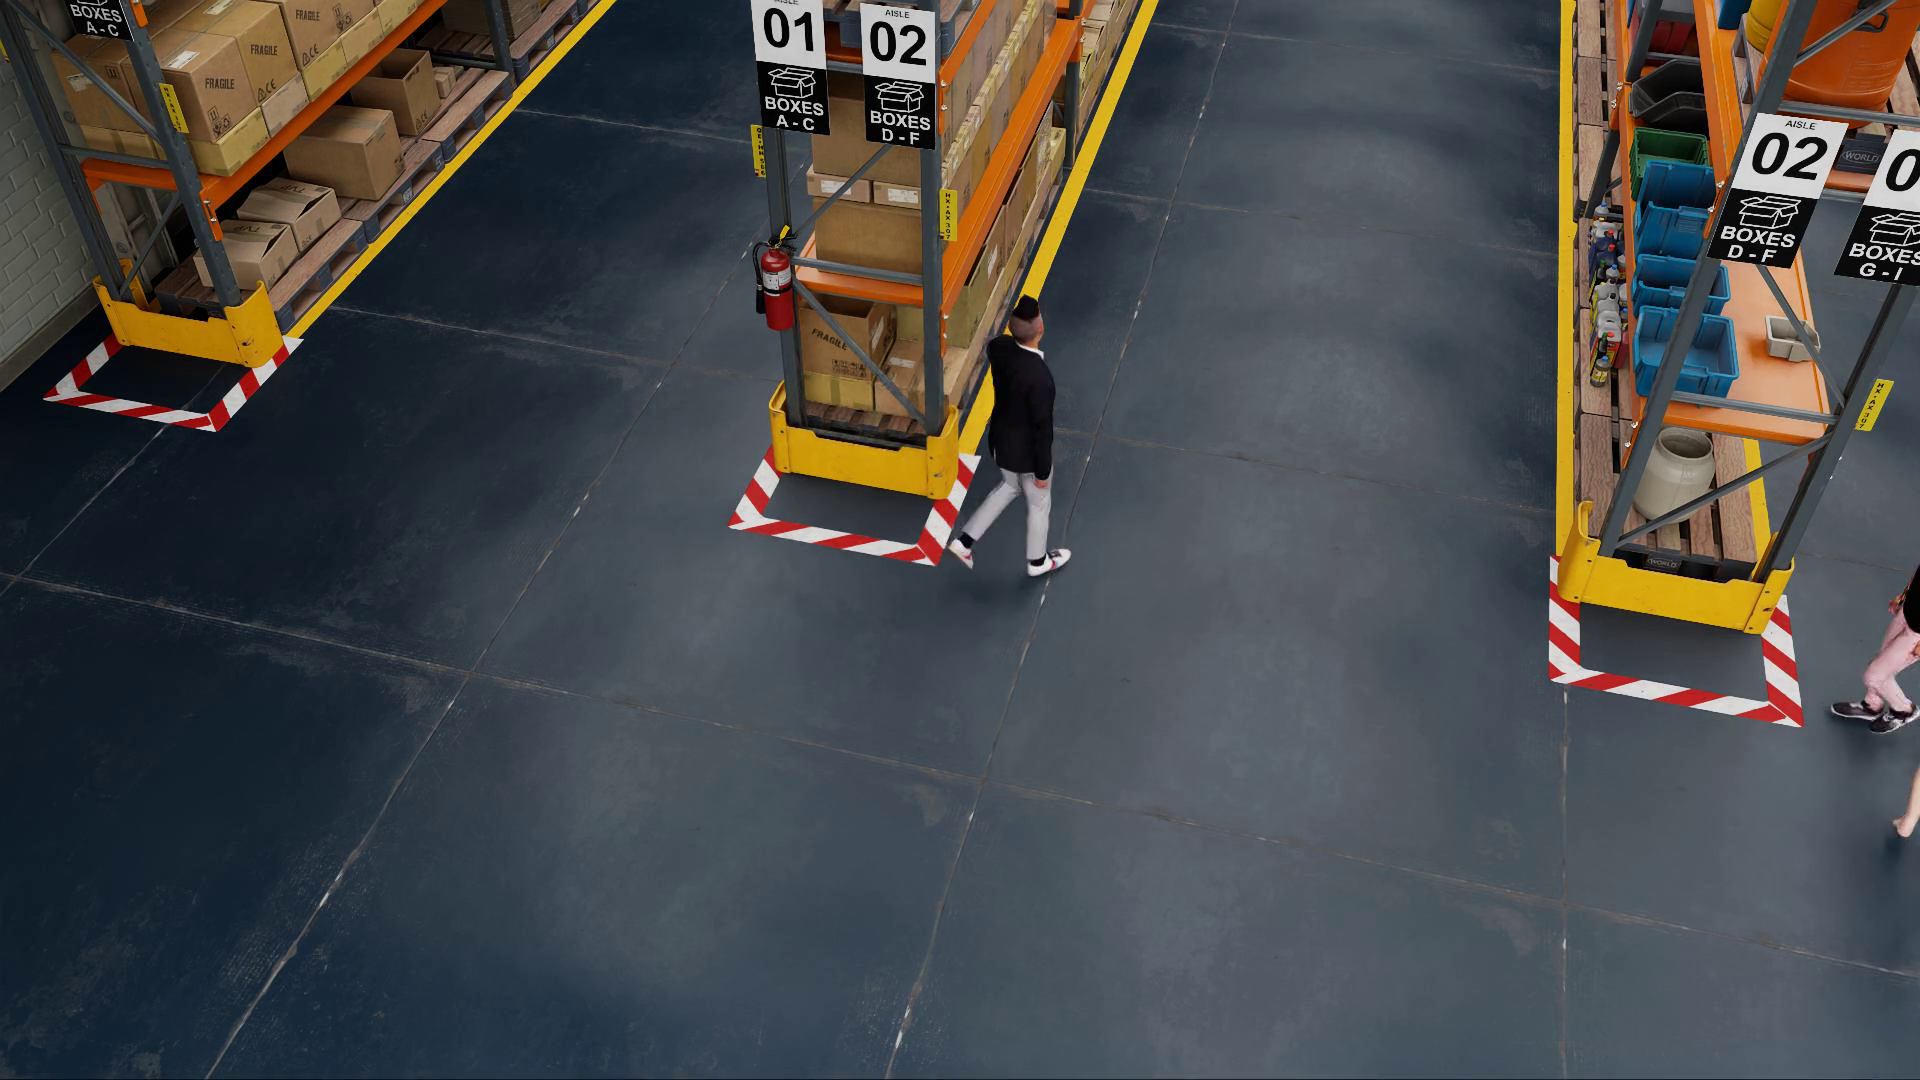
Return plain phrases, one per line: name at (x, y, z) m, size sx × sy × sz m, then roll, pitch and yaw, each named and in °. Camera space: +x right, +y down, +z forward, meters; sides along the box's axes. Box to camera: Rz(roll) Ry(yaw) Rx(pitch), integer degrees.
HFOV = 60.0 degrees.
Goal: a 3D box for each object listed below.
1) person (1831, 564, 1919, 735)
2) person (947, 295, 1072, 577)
person at (5.044, 0.449, 8.625) m, size 0.625 × 1.551 × 0.585 m, roll 5°, pitch 43°, yaw 6°
person at (0.265, -0.549, 9.404) m, size 1.143 × 1.947 × 1.060 m, roll -23°, pitch 48°, yaw -23°
